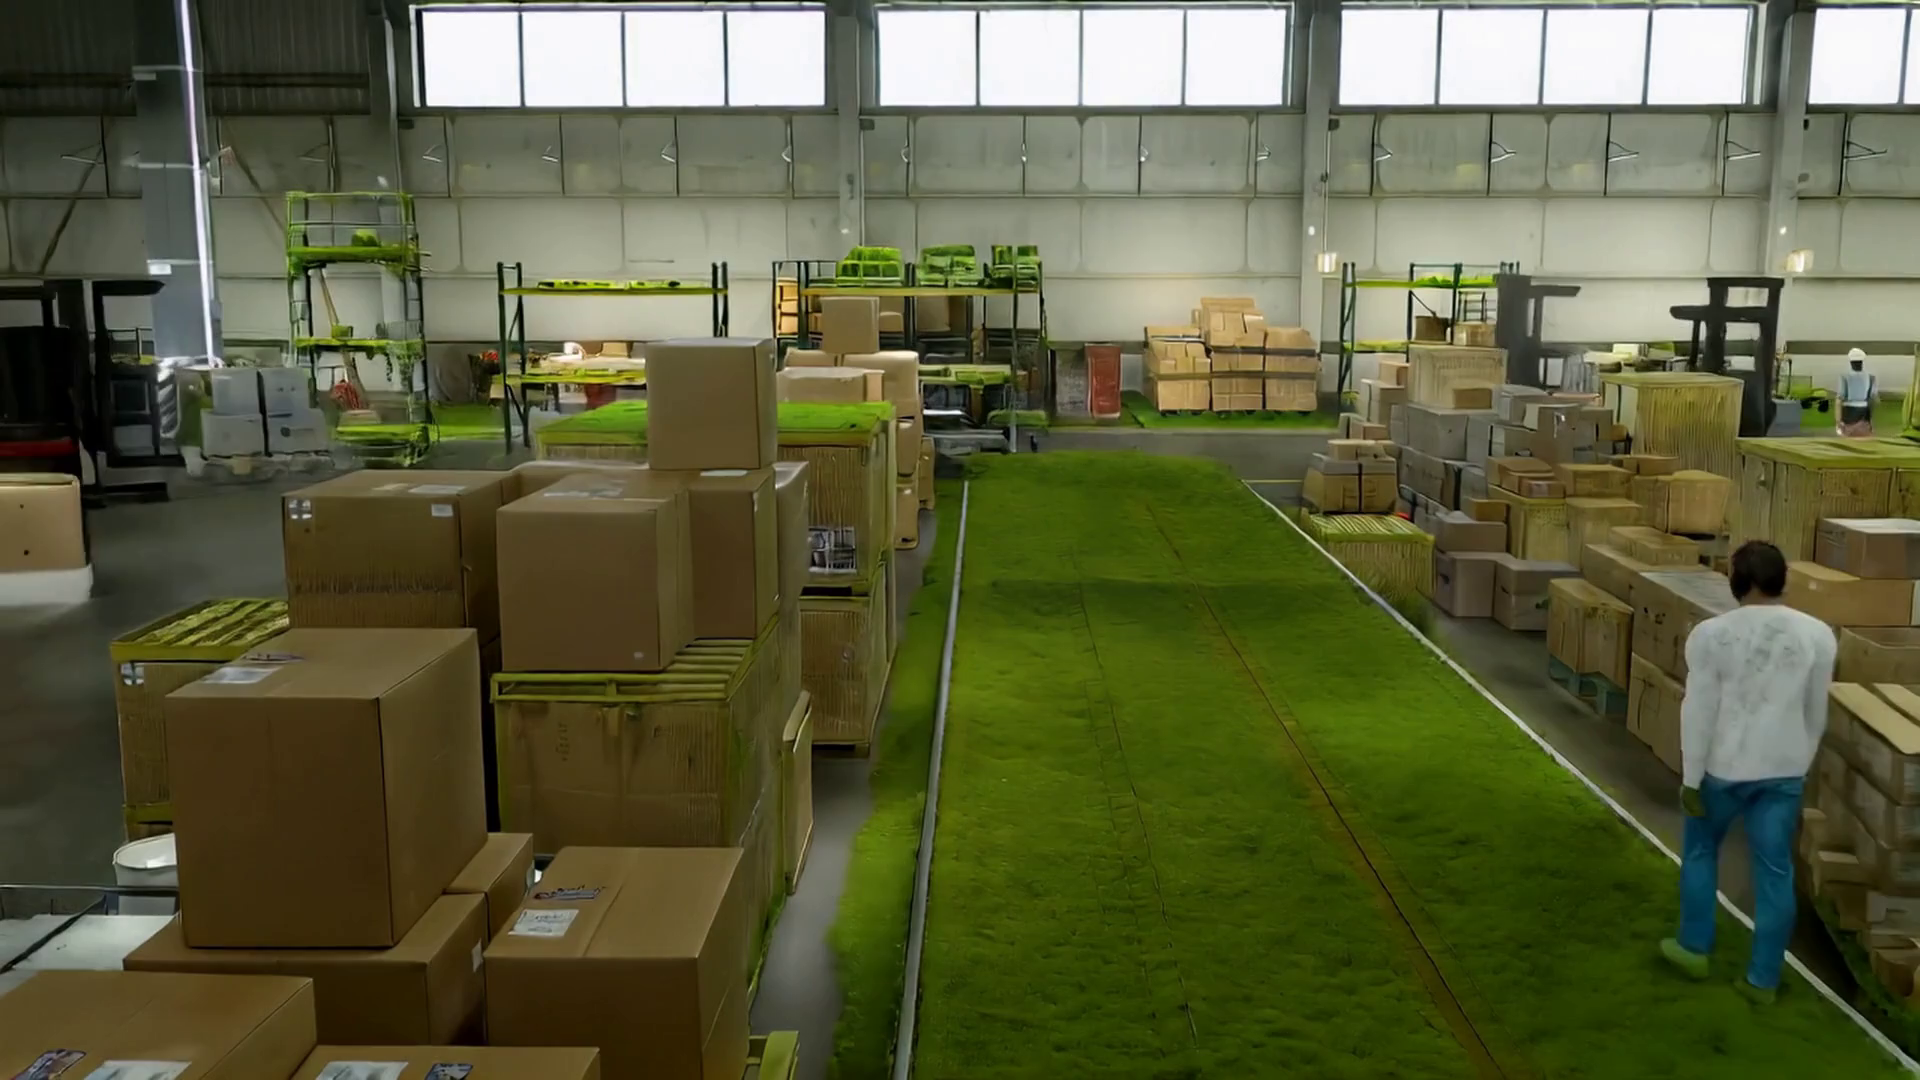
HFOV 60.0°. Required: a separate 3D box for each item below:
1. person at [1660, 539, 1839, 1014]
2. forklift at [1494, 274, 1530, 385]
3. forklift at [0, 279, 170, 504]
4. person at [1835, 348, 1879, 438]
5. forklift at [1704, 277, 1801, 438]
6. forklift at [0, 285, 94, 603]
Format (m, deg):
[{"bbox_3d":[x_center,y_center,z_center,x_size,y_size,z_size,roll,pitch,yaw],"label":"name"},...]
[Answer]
[{"bbox_3d":[3.241,0.938,6.905,0.648,1.911,0.747,0,9,0],"label":"person"},{"bbox_3d":[9.664,-3.285,29.312,1.873,2.768,1.129,0,9,1],"label":"forklift"},{"bbox_3d":[-10.977,-1.841,20.663,1.873,2.768,1.129,-5,11,-27],"label":"forklift"},{"bbox_3d":[11.984,-1.612,22.253,0.543,1.901,0.954,3,10,15],"label":"person"},{"bbox_3d":[10.989,-2.306,23.447,1.873,2.768,1.129,-8,12,-39],"label":"forklift"},{"bbox_3d":[-8.658,-0.926,15.185,1.129,2.768,1.873,-5,11,-27],"label":"forklift"}]
